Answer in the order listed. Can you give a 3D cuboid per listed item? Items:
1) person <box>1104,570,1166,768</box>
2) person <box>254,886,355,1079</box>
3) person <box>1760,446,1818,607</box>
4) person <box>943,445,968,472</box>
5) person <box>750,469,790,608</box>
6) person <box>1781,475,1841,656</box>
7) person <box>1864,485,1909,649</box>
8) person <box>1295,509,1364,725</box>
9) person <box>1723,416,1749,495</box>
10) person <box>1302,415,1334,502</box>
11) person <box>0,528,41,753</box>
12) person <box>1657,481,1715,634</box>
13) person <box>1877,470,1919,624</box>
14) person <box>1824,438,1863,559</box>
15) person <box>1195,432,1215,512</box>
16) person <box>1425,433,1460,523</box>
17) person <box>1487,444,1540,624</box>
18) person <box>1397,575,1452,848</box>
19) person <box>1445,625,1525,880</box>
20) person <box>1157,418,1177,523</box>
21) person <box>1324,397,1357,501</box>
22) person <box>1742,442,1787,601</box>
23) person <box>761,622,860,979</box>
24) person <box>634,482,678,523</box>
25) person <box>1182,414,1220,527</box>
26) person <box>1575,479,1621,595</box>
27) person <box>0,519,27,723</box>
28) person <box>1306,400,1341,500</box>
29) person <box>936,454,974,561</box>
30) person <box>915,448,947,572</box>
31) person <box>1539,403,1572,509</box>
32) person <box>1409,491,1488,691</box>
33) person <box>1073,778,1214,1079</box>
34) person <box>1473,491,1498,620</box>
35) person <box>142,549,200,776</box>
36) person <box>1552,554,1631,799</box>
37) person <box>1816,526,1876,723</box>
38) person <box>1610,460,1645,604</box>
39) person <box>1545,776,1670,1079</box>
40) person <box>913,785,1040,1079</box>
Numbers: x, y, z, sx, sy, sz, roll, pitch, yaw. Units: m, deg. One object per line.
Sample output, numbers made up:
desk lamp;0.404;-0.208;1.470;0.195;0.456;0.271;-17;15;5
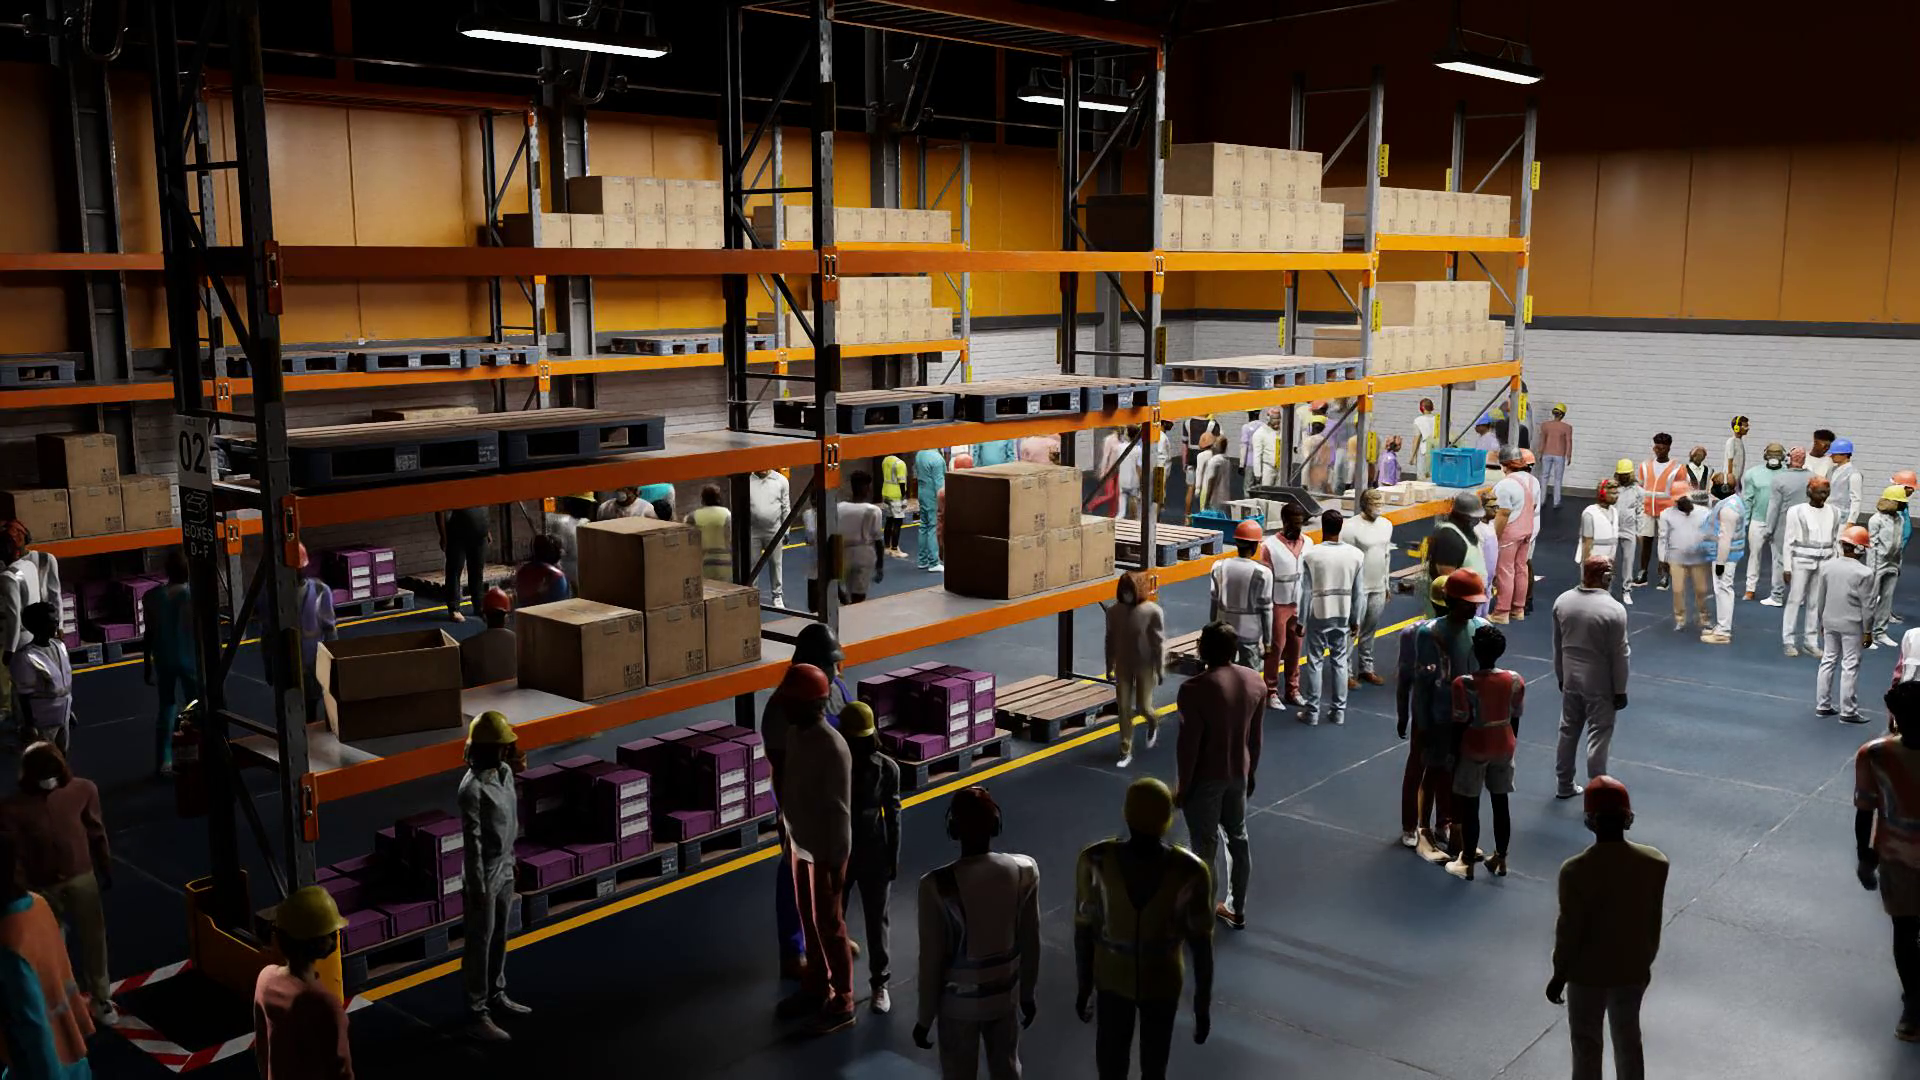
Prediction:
person;1.434;1.017;13.478;0.521;1.614;0.489;4;10;24
person;-2.417;2.154;6.247;0.533;1.767;0.326;7;12;37
person;9.778;-0.153;19.597;0.643;1.909;0.410;-1;10;-8
person;-0.071;-1.027;25.031;0.381;1.836;0.564;7;12;35
person;-2.298;-0.115;19.400;0.644;1.900;0.399;-1;10;-9
person;8.766;0.270;17.141;0.584;1.882;0.337;-1;10;-5
person;9.759;0.282;17.525;0.488;1.737;0.323;-4;10;-22
person;3.250;0.682;14.624;0.598;1.908;0.402;-2;10;-13
person;11.120;-0.847;23.849;0.329;1.873;0.515;7;12;34
person;5.067;-0.842;23.809;0.743;1.875;0.407;-8;13;-41
person;-7.806;0.826;13.826;0.356;1.881;0.575;-2;10;-10
person;7.916;0.194;18.114;0.622;1.705;0.416;3;10;19
person;10.546;0.076;18.728;0.349;1.740;0.575;5;11;27
person;10.661;-0.269;20.171;0.399;1.943;0.615;0;10;-1
person;3.575;-0.741;23.959;0.495;1.625;0.283;-9;13;-43
person;7.504;-1.109;25.881;0.516;1.702;0.878;0;10;-3
person;6.166;-0.081;18.769;0.678;2.000;0.537;-8;12;-39
person;3.326;1.187;11.535;0.594;1.924;0.382;-1;10;-6
person;3.448;1.399;10.959;0.533;1.697;0.319;-3;10;-15
person;2.976;-0.962;24.385;0.391;1.926;0.550;0;10;3
person;6.338;-1.495;27.743;0.992;1.905;0.643;-5;11;-26
person;9.673;-0.209;19.875;0.632;1.932;0.369;5;11;29
person;-0.787;1.465;9.541;0.535;2.000;0.684;6;11;32
person;-3.561;-0.086;19.434;0.592;1.827;0.444;4;10;23
person;3.695;-1.190;25.433;0.617;2.029;0.409;6;11;31
person;6.634;0.266;17.312;0.576;1.838;0.403;-7;12;-37
person;-8.392;0.709;14.689;0.565;1.836;0.396;-2;10;-13
person;5.565;-1.208;25.700;0.606;1.983;0.966;-3;10;-17
person;0.044;0.038;18.230;0.614;1.987;0.408;0;10;0
person;-0.344;-0.527;21.857;0.399;1.901;0.643;-4;10;-25
person;9.825;-1.387;27.432;0.535;1.753;0.341;7;12;37
person;4.645;0.475;15.448;0.967;2.000;0.731;7;12;37
person;0.772;1.947;7.091;0.604;1.889;0.845;1;10;8
person;5.095;0.435;16.272;0.336;1.845;0.513;7;12;36
person;-6.132;0.974;13.094;0.545;1.832;0.437;-1;10;-4
person;4.734;1.047;12.441;0.410;1.907;0.642;-6;11;-31
person;7.854;0.742;14.717;0.329;1.750;0.560;-4;10;-20
person;7.849;-0.094;19.755;0.488;1.730;0.375;4;10;21
person;2.933;1.935;7.612;0.560;1.744;0.338;-3;10;-16
person;0.074;1.960;7.055;0.583;1.881;0.337;-5;11;-27
